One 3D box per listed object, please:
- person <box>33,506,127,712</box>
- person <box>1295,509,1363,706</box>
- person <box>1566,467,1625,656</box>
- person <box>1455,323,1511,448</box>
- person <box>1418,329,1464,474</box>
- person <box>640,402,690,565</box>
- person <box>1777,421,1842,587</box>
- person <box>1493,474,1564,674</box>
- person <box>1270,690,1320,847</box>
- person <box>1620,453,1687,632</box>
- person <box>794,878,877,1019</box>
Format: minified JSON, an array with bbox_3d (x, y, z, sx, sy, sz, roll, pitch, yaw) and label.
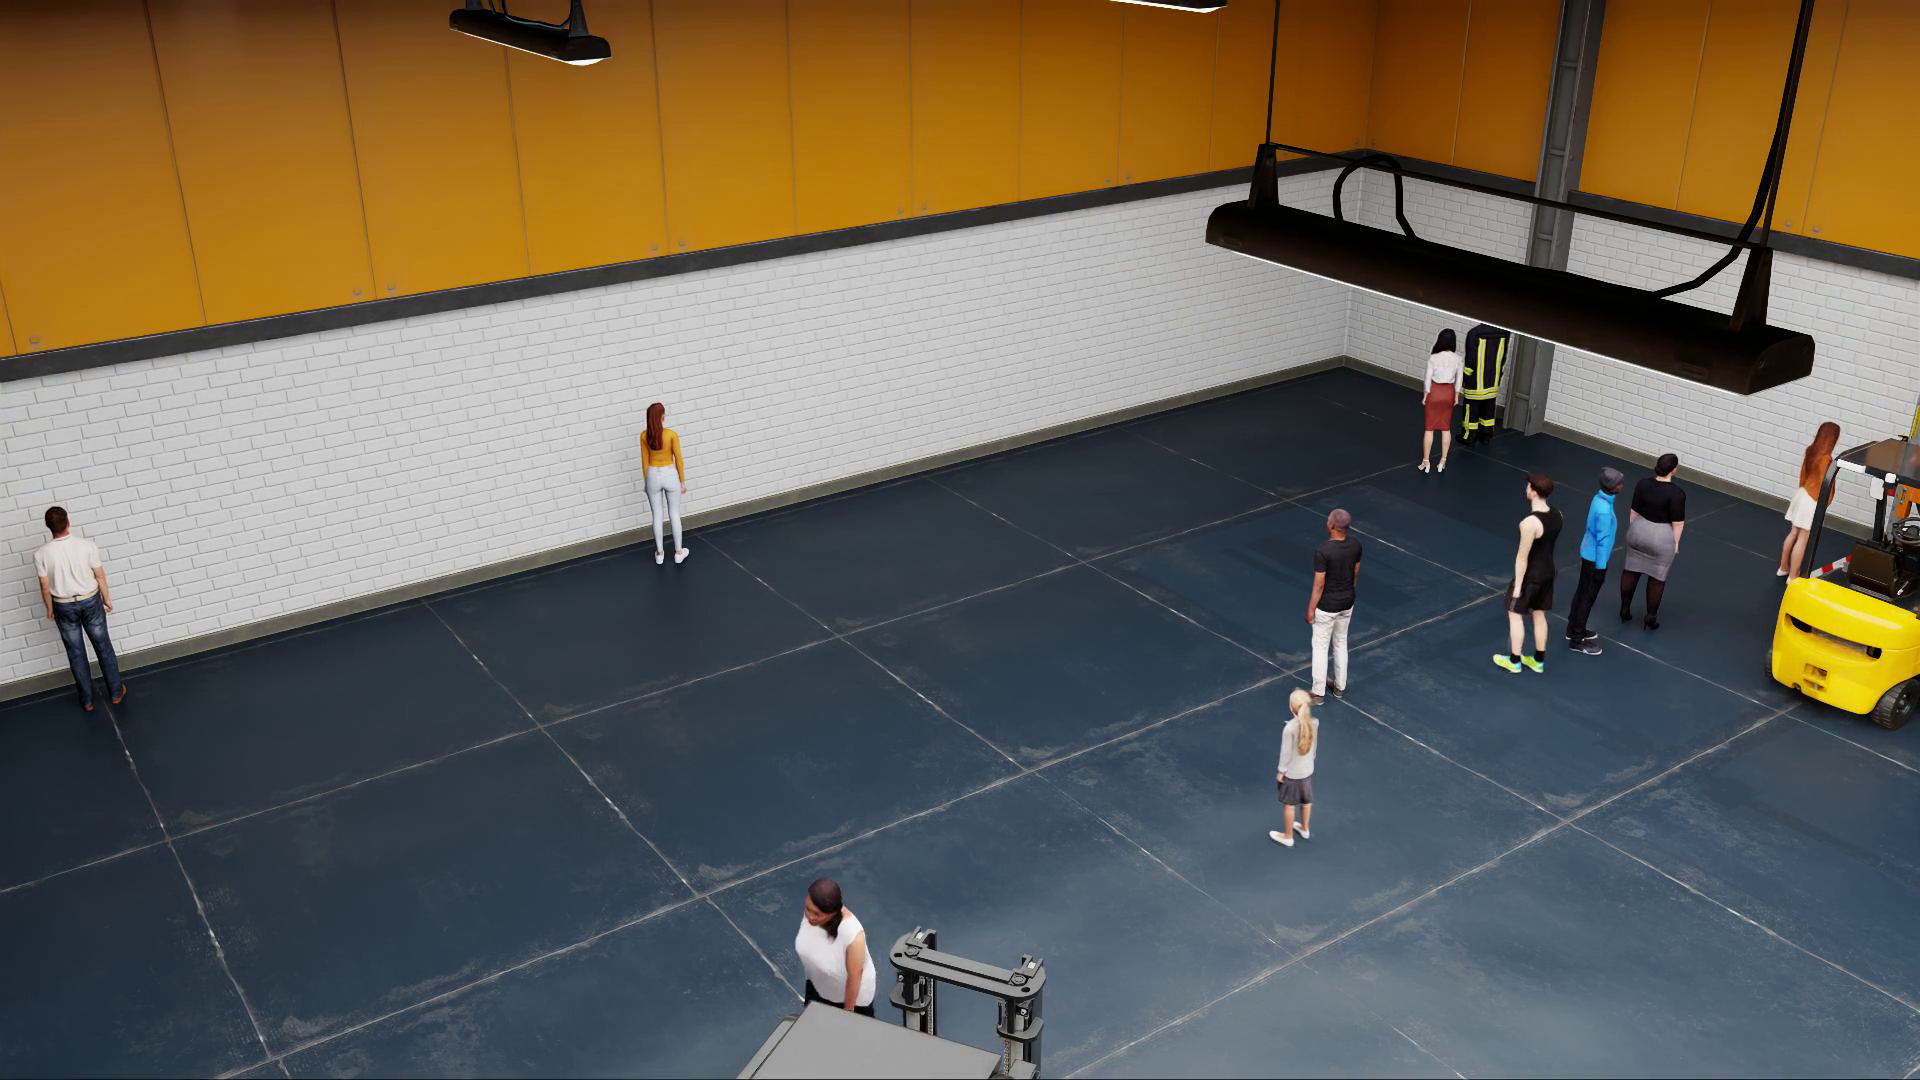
[{"bbox_3d":[-7.627,0.582,14.371,0.680,1.853,0.576,-13,27,-27],"label":"person"},{"bbox_3d":[3.240,0.571,14.457,0.681,1.805,0.612,-13,27,-27],"label":"person"},{"bbox_3d":[5.865,0.165,15.398,0.741,1.794,0.685,4,24,10],"label":"person"},{"bbox_3d":[6.428,-2.061,20.458,0.836,1.821,0.804,-6,24,-14],"label":"person"},{"bbox_3d":[5.654,-1.641,19.586,0.670,1.751,0.687,-1,24,-1],"label":"person"},{"bbox_3d":[-3.073,-0.596,17.195,0.690,1.750,0.719,0,24,-1],"label":"person"},{"bbox_3d":[8.539,-0.379,16.737,0.766,1.719,0.683,0,24,1],"label":"person"},{"bbox_3d":[5.184,0.322,14.936,0.657,1.877,0.624,-14,27,-30],"label":"person"},{"bbox_3d":[2.539,1.703,12.530,0.502,1.275,0.510,-15,28,-31],"label":"person"},{"bbox_3d":[6.577,0.005,15.810,0.747,1.758,0.576,-19,30,-37],"label":"person"},{"bbox_3d":[-0.696,2.629,9.961,0.900,1.635,1.044,-20,31,-39],"label":"person"}]
